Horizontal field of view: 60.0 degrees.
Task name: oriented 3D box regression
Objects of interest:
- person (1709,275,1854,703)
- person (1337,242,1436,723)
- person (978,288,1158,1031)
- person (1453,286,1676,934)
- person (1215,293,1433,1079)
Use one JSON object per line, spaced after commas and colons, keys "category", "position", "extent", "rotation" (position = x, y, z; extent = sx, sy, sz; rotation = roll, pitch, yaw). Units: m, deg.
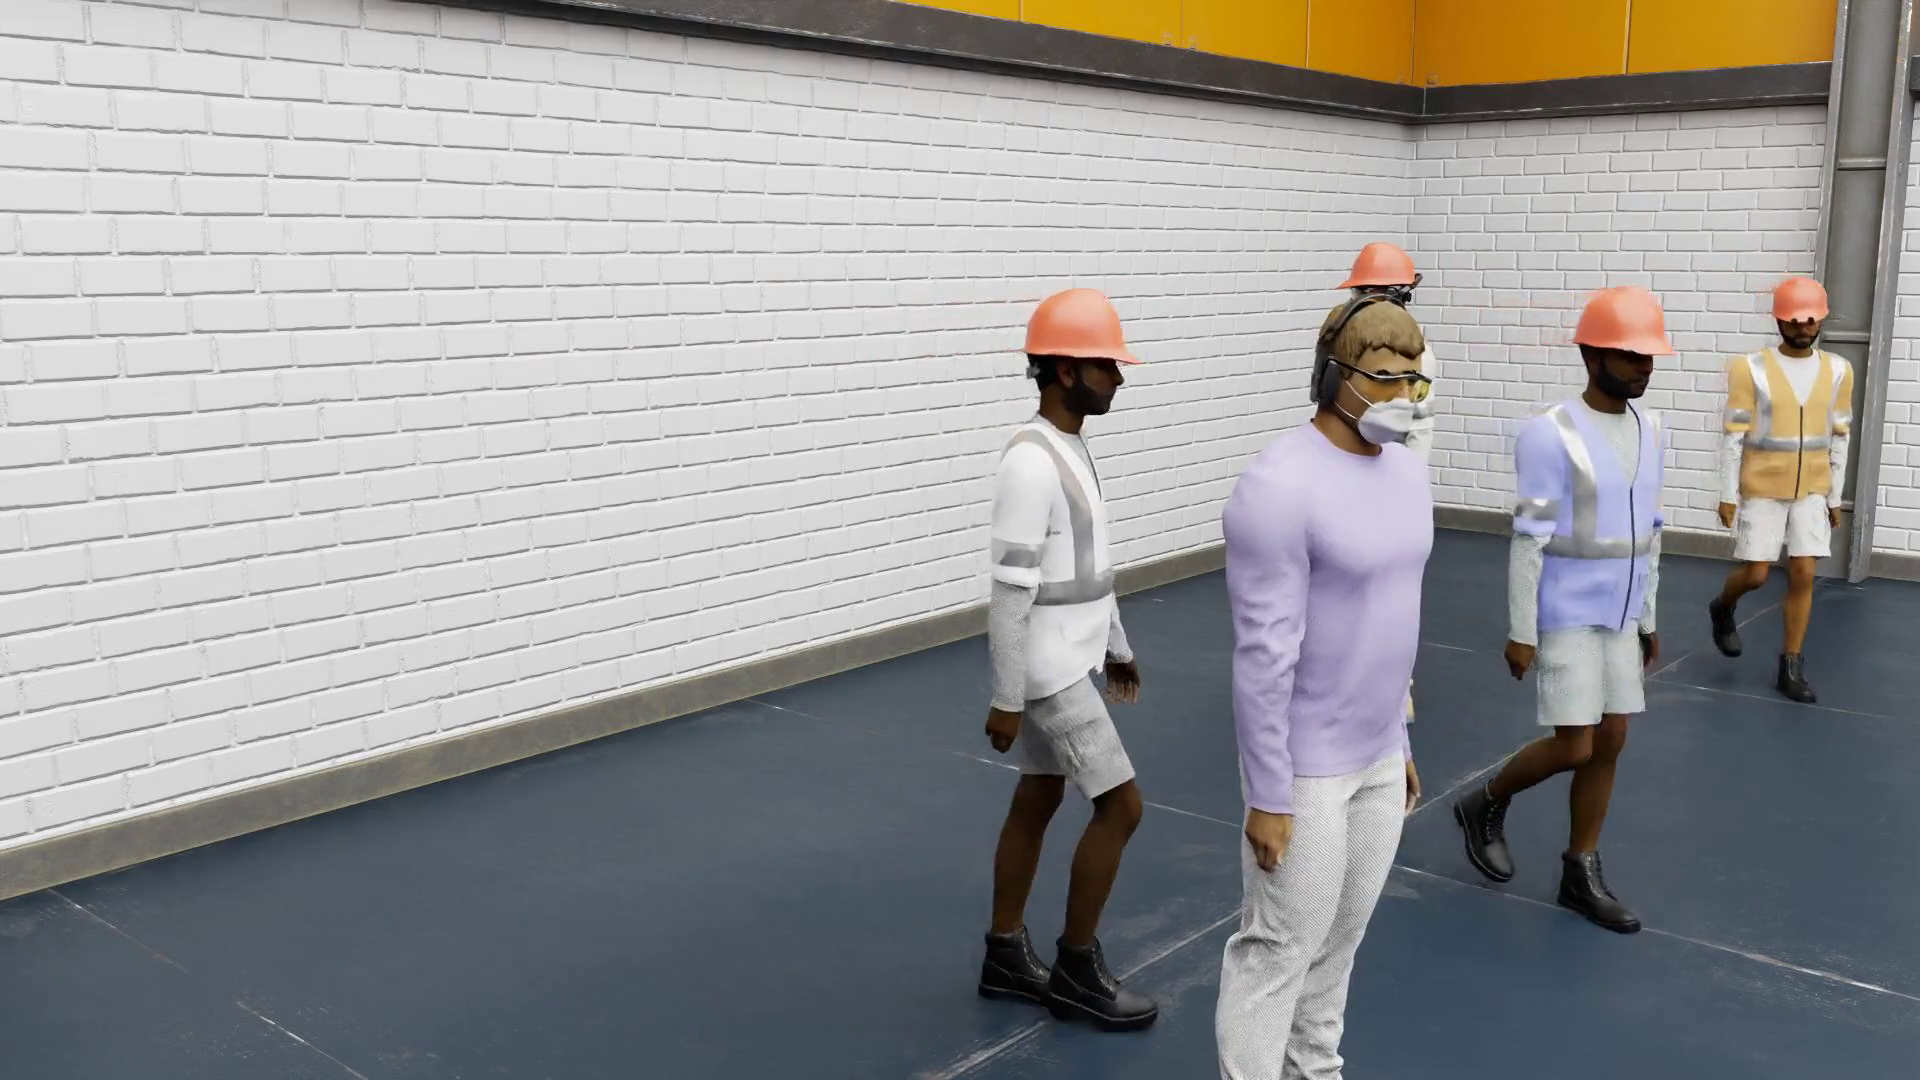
{"category": "person", "position": [3.735, -0.256, 7.624], "extent": [0.555, 1.912, 0.709], "rotation": [1, 10, 3]}
{"category": "person", "position": [1.770, -0.225, 7.054], "extent": [0.396, 2.044, 0.609], "rotation": [-2, 10, -9]}
{"category": "person", "position": [0.322, 0.315, 4.333], "extent": [0.621, 1.914, 0.551], "rotation": [1, 10, 7]}
{"category": "person", "position": [1.852, 0.201, 5.001], "extent": [0.542, 1.921, 0.540], "rotation": [-5, 11, -28]}
{"category": "person", "position": [0.770, 0.464, 3.445], "extent": [0.378, 1.934, 0.629], "rotation": [9, 13, 42]}
